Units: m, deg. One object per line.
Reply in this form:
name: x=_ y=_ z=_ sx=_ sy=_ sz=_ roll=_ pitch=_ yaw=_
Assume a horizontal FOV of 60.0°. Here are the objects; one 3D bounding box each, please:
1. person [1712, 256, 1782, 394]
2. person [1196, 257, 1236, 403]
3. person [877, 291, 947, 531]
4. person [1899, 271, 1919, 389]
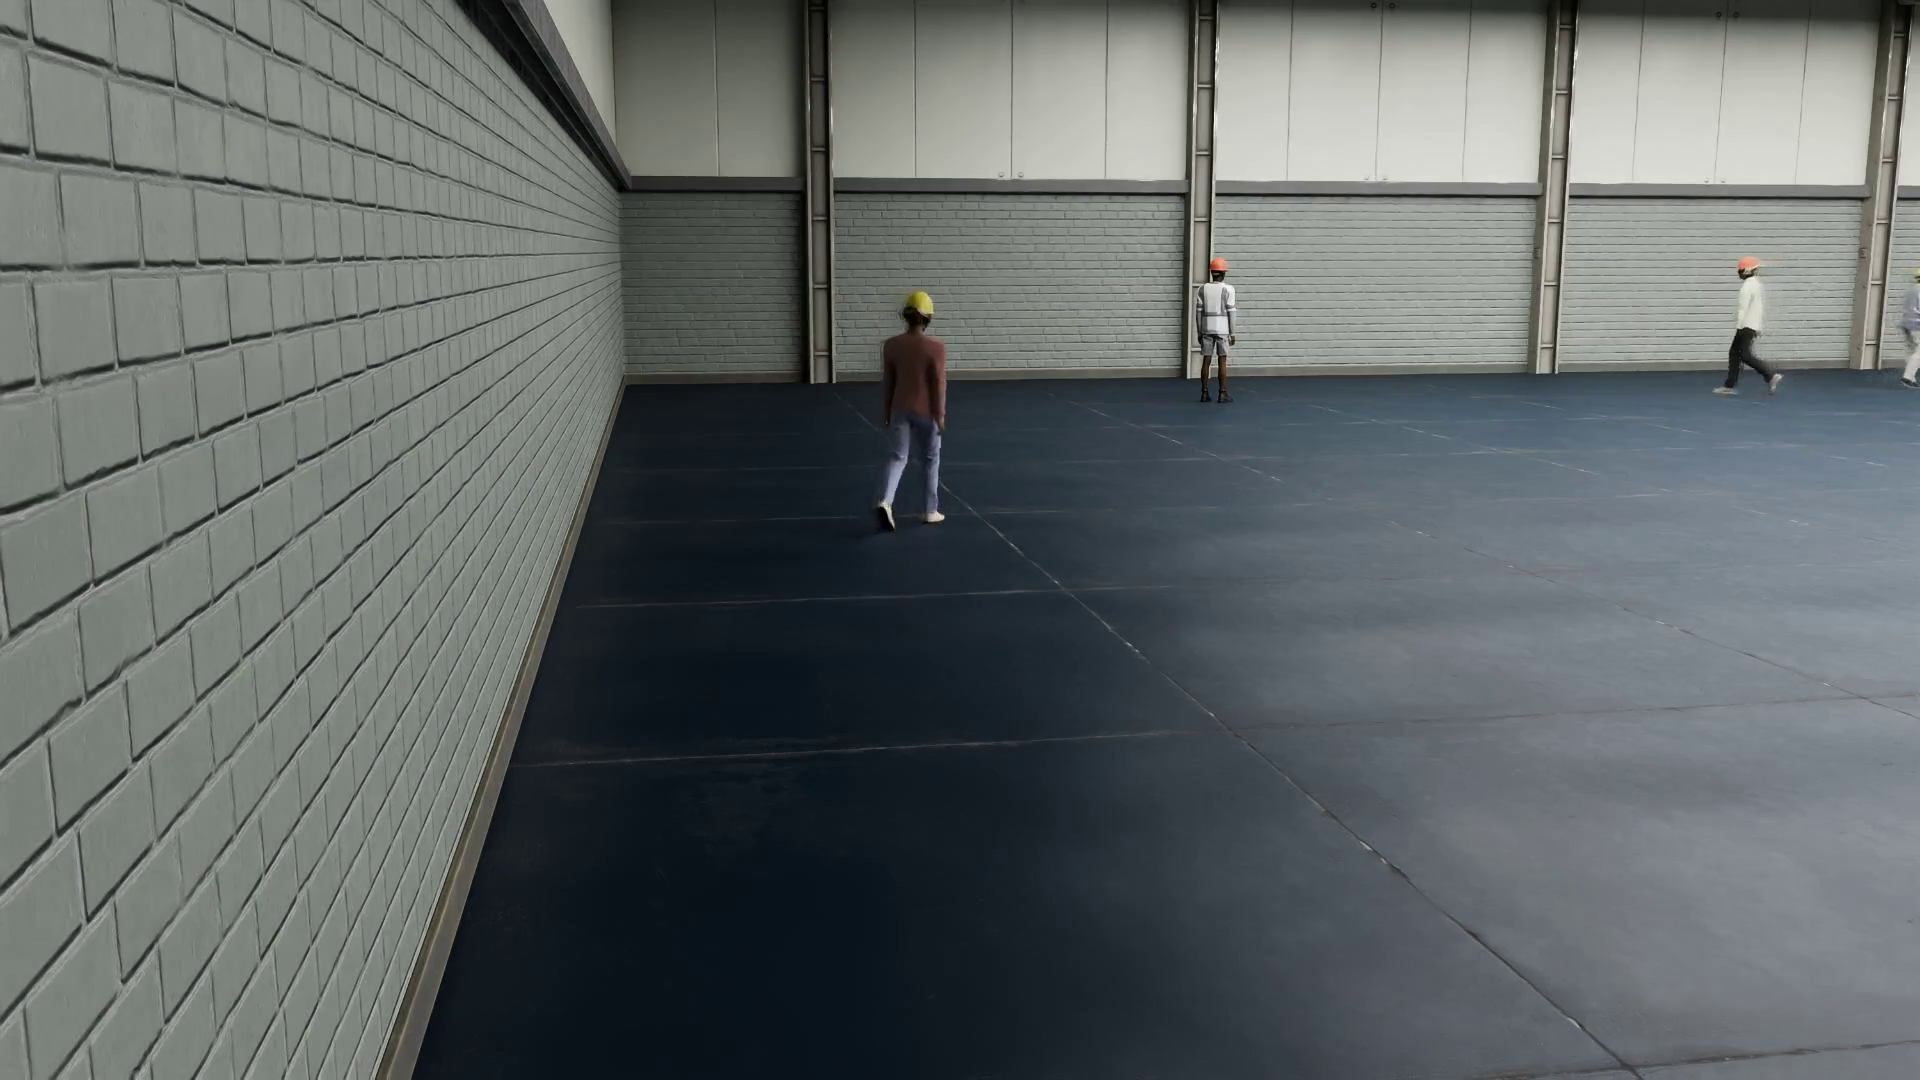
person: x=11.126 y=-3.007 z=23.383 sx=0.849 sy=1.969 sz=0.621 roll=7 pitch=12 yaw=35
person: x=3.435 y=-2.800 z=22.260 sx=0.551 sy=1.936 sz=0.357 roll=6 pitch=11 yaw=29
person: x=-0.355 y=-0.939 z=12.119 sx=0.530 sy=1.736 sz=0.801 roll=4 pitch=11 yaw=23
person: x=14.149 y=-3.127 z=24.604 sx=0.519 sy=1.792 sz=0.639 roll=1 pitch=10 yaw=7
